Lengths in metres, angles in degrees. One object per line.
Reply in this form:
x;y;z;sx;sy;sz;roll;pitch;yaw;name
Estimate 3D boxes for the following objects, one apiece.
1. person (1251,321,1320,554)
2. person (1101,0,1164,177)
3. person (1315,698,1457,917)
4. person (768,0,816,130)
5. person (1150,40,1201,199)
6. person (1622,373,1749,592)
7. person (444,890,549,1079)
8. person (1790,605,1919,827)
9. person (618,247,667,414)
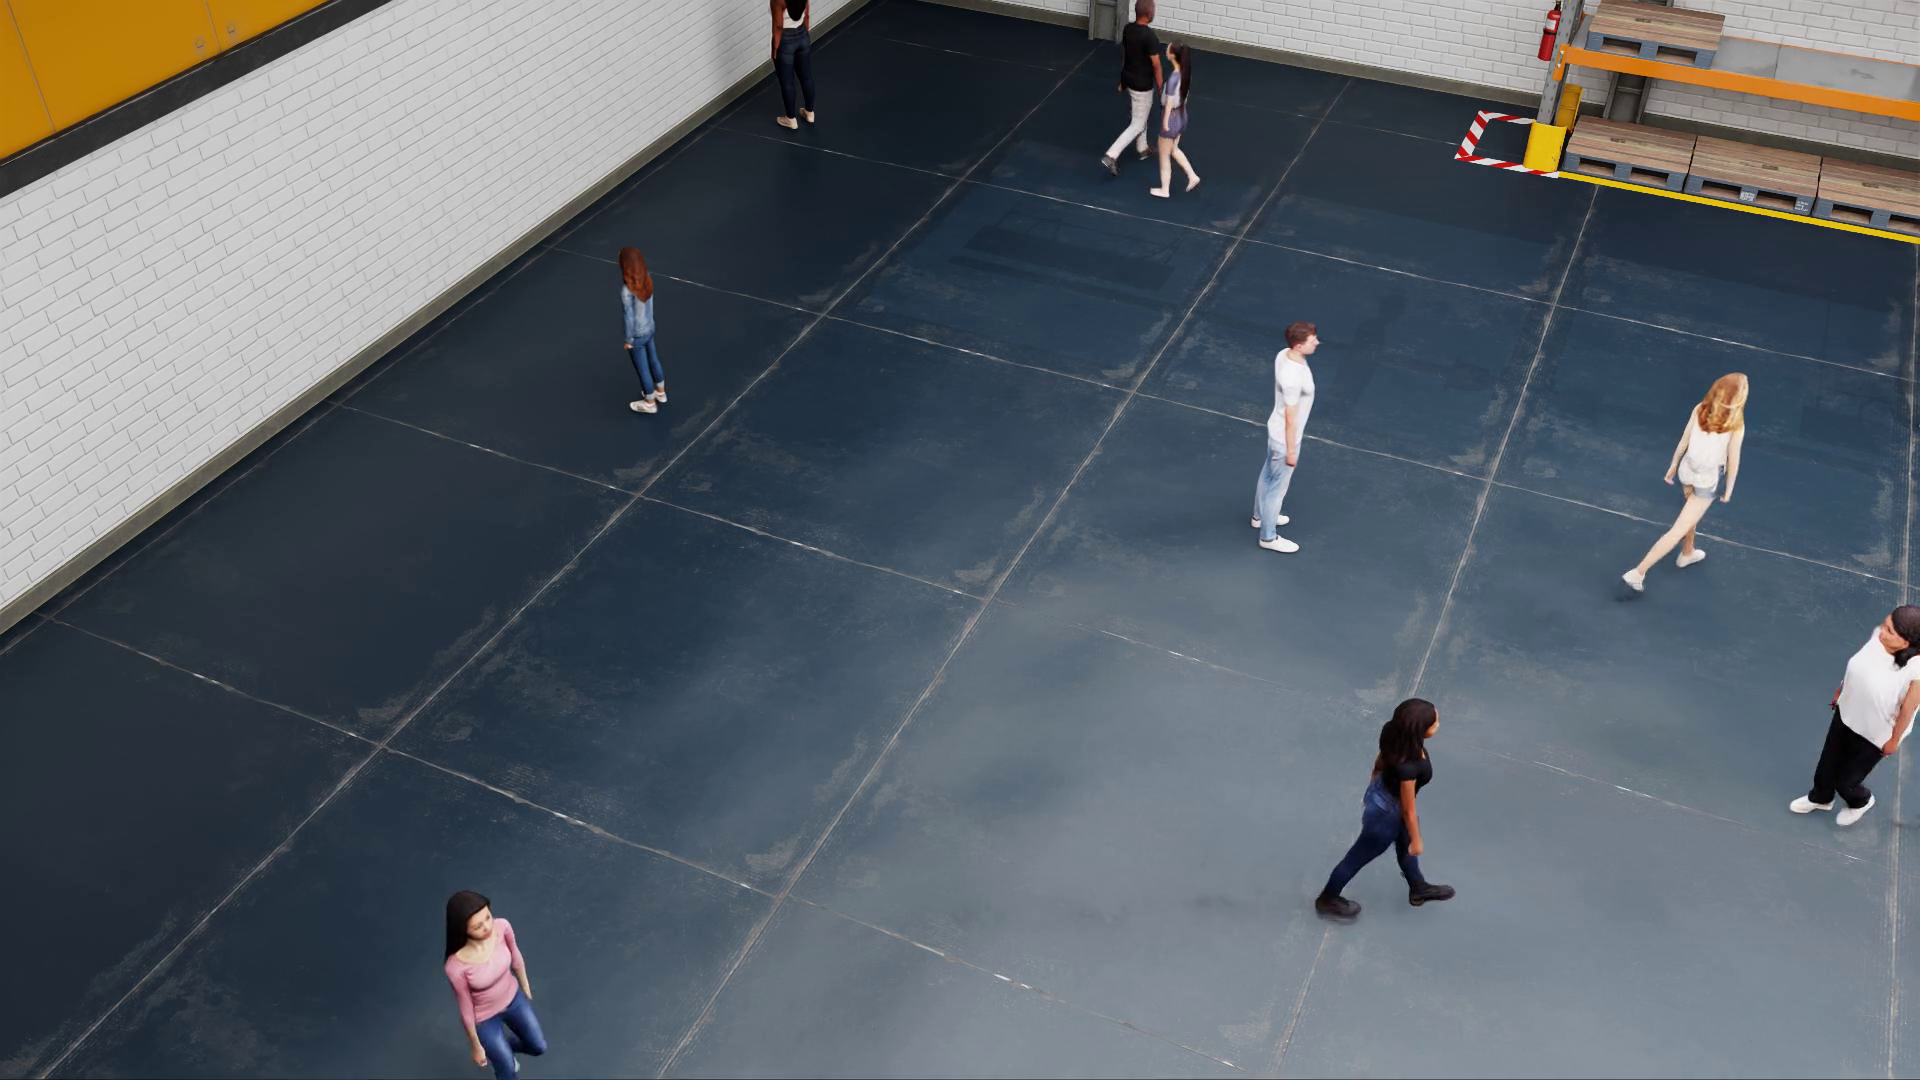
2.345;-0.770;12.036;0.691;1.851;0.725;1;39;1;person
1.752;-4.571;16.852;1.105;1.781;1.163;-22;44;-25;person
2.274;1.538;9.264;1.125;1.703;0.869;1;39;1;person
-1.786;-5.296;17.737;0.732;1.809;0.739;-28;46;-31;person
2.179;-4.107;16.385;0.770;1.638;0.666;24;44;27;person
5.093;-0.366;11.632;1.065;1.723;1.129;-19;42;-22;person
-2.370;2.301;8.284;0.794;1.735;0.665;25;45;28;person
5.456;1.053;9.889;0.826;1.681;0.796;-4;39;-5;person
-2.592;-1.709;13.513;0.540;1.475;0.581;10;40;12;person
